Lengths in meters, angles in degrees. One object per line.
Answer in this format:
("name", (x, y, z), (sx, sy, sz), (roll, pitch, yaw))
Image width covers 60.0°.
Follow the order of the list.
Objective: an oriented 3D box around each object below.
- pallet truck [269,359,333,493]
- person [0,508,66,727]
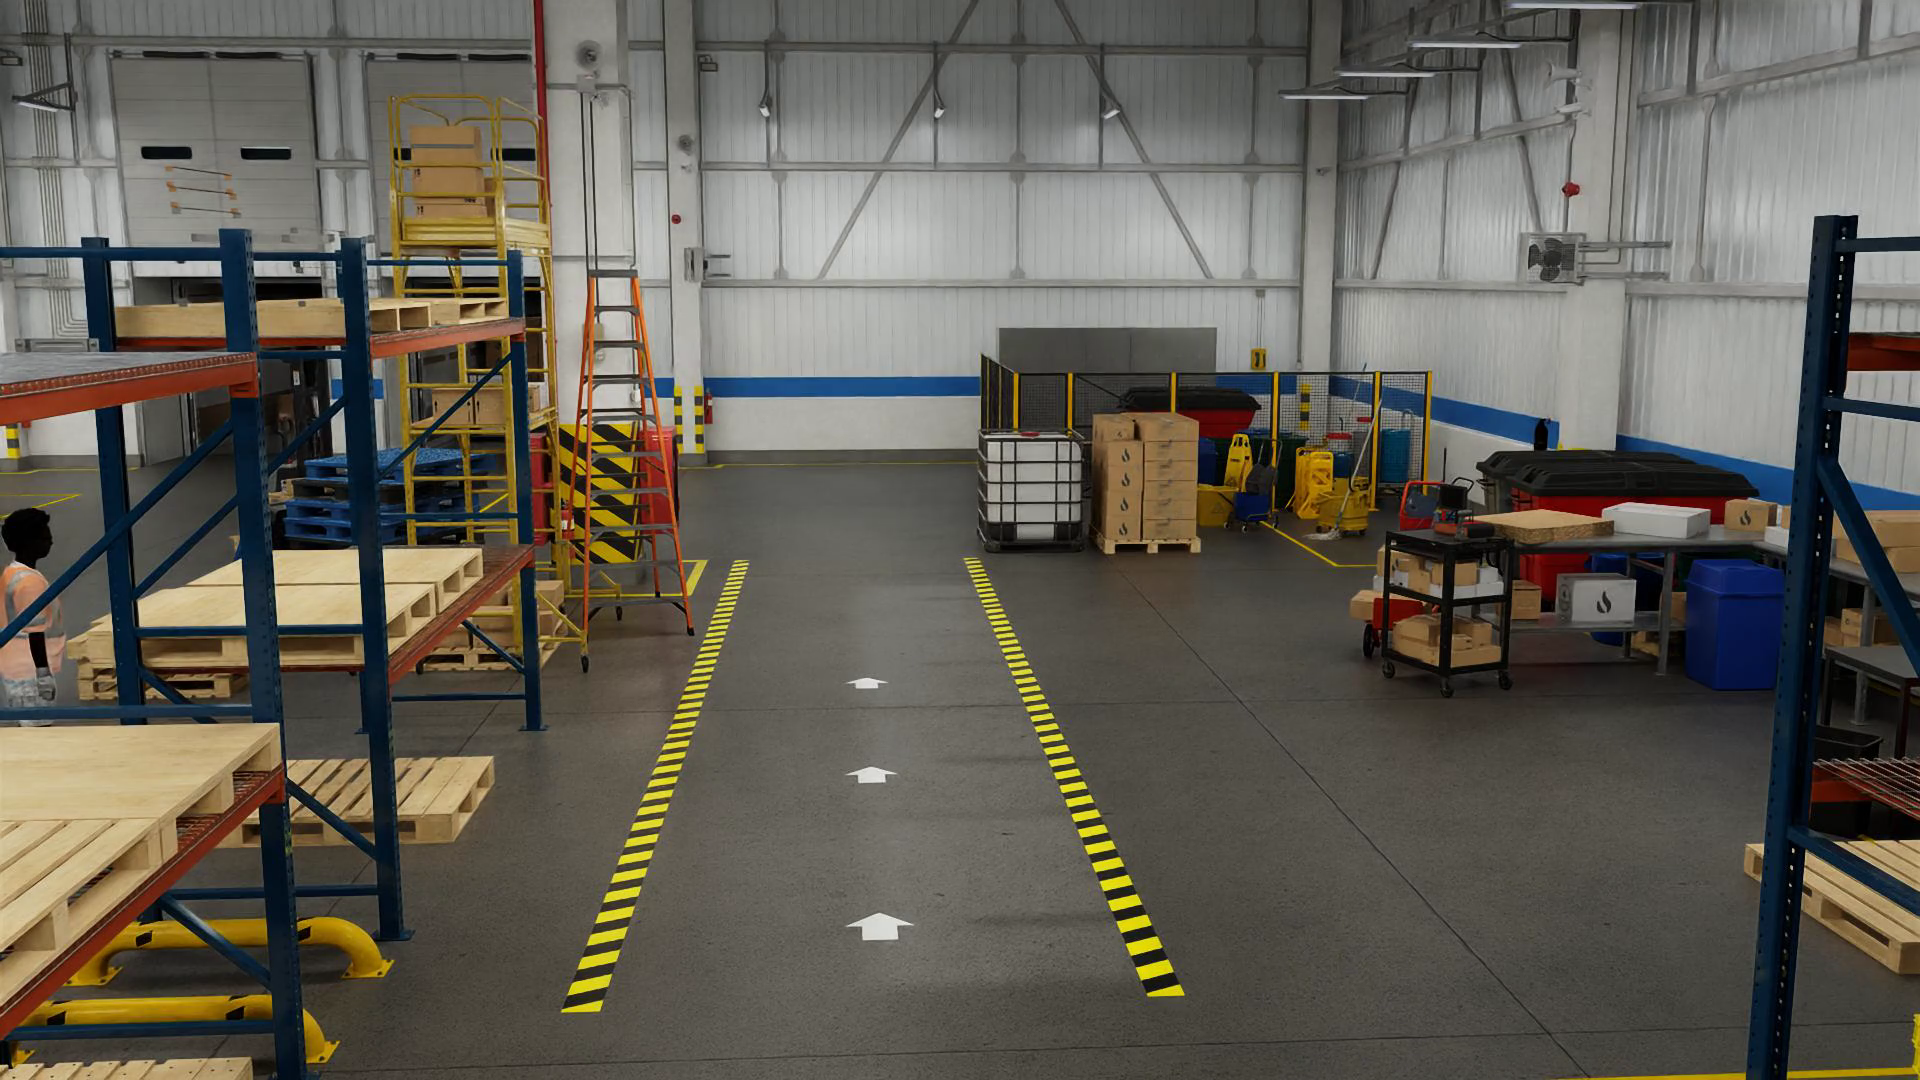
("pallet truck", (-7.062, -1.131, 18.996), (1.885, 1.965, 0.823), (2, 9, 13))
("person", (-4.812, 0.673, 8.640), (0.321, 1.690, 0.529), (-6, 11, -33))
